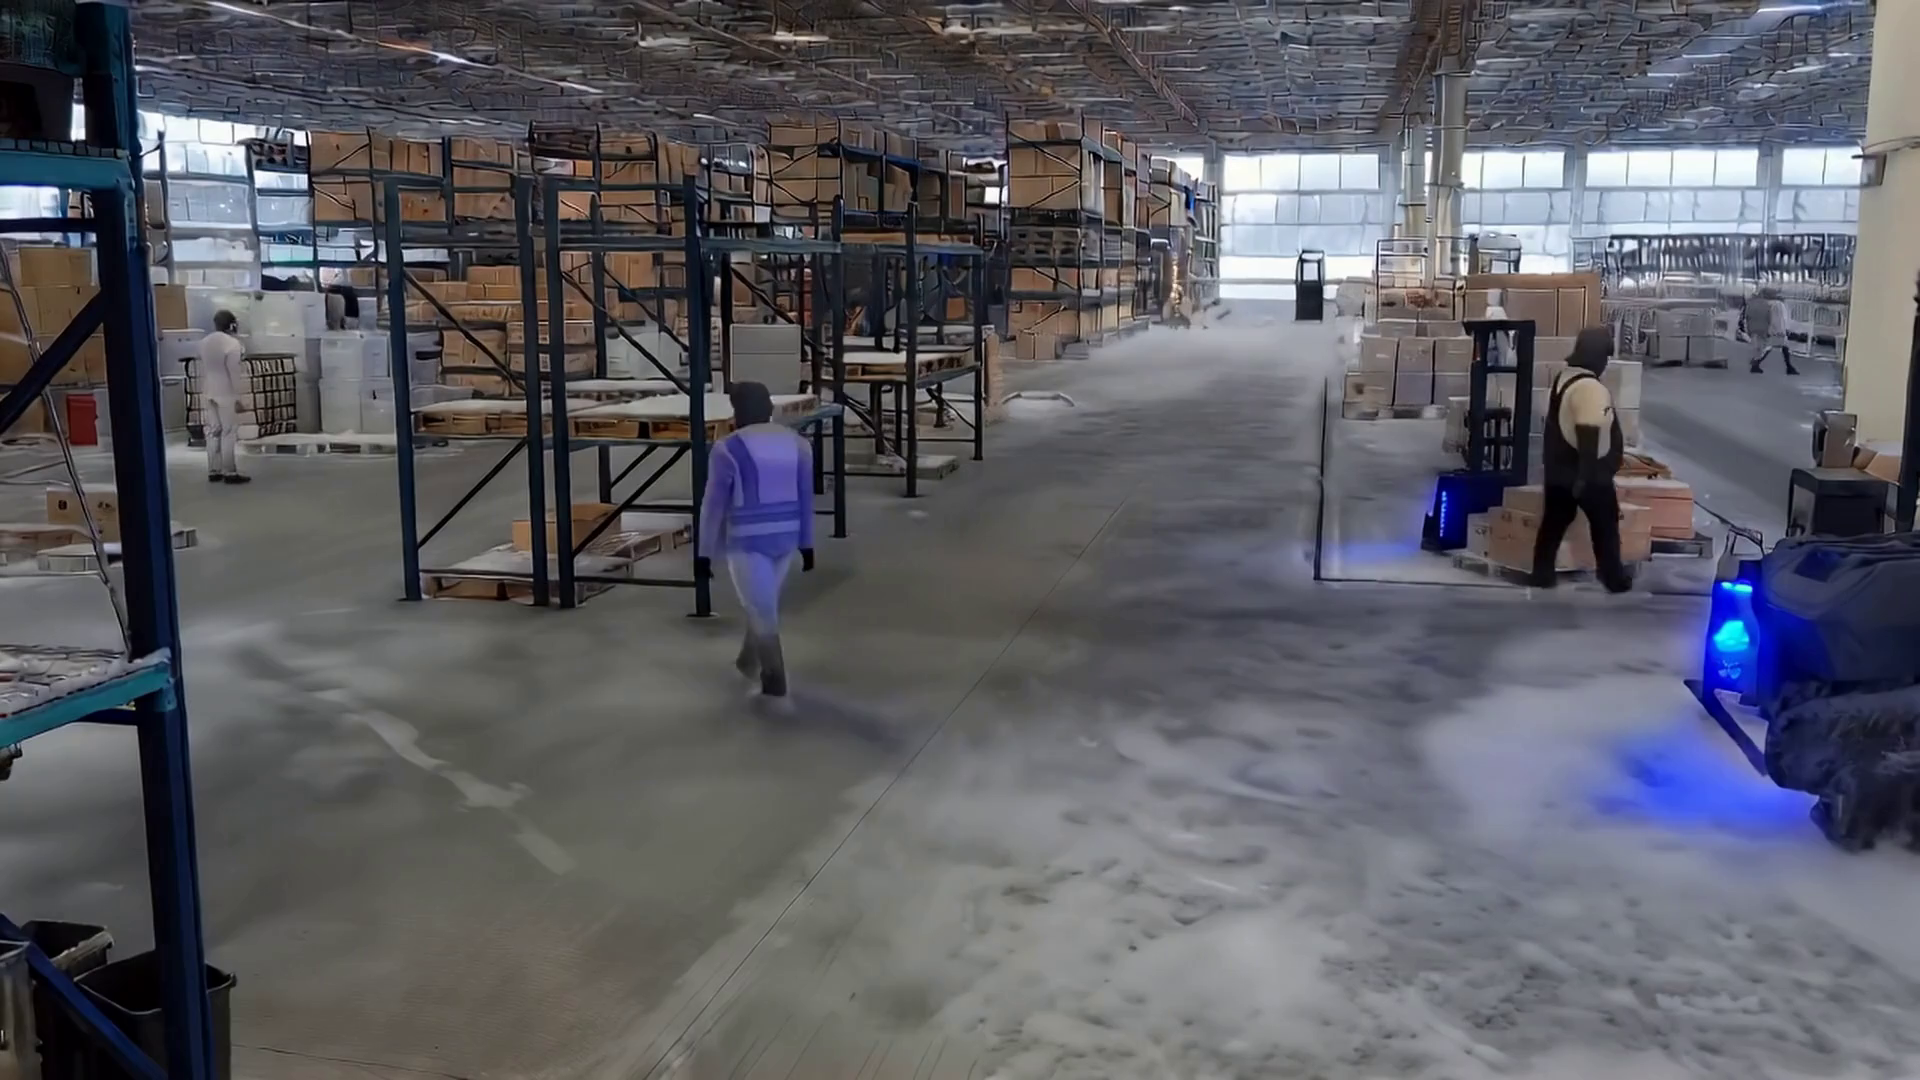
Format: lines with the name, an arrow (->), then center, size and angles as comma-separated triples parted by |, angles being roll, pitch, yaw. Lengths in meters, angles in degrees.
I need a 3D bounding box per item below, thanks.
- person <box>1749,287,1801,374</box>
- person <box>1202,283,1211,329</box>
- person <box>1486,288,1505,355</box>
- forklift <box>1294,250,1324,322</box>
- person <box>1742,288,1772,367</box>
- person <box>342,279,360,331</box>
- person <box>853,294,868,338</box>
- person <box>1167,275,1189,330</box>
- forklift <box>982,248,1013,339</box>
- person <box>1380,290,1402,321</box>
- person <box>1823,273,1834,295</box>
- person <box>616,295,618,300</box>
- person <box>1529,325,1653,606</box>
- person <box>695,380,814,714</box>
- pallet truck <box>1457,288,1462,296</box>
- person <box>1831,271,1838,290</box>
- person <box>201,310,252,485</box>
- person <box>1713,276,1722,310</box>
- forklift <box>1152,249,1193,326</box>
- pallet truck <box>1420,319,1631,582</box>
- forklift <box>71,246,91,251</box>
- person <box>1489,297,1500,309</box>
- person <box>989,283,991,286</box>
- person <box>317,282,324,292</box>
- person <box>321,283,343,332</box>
person -> 17.646, -4.522, 35.924 | 0.996, 1.895, 0.545 | 4, 11, 24
person -> 8.798, -8.328, 59.207 | 0.277, 1.631, 0.507 | 0, 10, 2
person -> 9.927, -3.713, 30.960 | 0.442, 1.977, 0.627 | 0, 10, 2
forklift -> 13.778, -10.002, 65.433 | 1.129, 2.768, 1.873 | 2, 10, 12
person -> 18.110, -4.805, 37.805 | 0.602, 1.817, 0.681 | 3, 10, 20
person -> -15.886, -5.801, 43.326 | 0.879, 1.949, 0.667 | -3, 10, -17
person -> -2.256, -4.736, 37.753 | 0.319, 1.696, 0.532 | 0, 10, 2
person -> 7.627, -8.288, 58.170 | 0.675, 1.913, 0.550 | 9, 13, 43
forklift -> 1.147, -7.595, 51.179 | 1.129, 2.768, 1.873 | 2, 10, 12
person -> 10.151, -5.014, 39.238 | 0.530, 1.754, 0.457 | 7, 12, 38
person -> 41.765, -11.948, 80.066 | 0.484, 1.825, 0.600 | 4, 10, 22
person -> -8.506, -5.253, 41.018 | 0.526, 1.629, 0.313 | 1, 10, 5
person -> 4.558, -0.544, 11.912 | 0.904, 2.000, 0.697 | -1, 10, -6
person -> -1.205, 0.023, 9.231 | 0.660, 1.807, 0.872 | -9, 13, -43
pallet truck -> 20.506, -9.785, 68.819 | 0.653, 1.274, 1.630 | 2, 10, 12
person -> 43.111, -12.309, 81.869 | 0.618, 1.952, 1.028 | 1, 10, 8
person -> -8.096, -1.568, 18.344 | 0.644, 1.926, 0.392 | 7, 12, 34
person -> 31.991, -10.275, 70.363 | 0.485, 1.751, 0.544 | 3, 10, 15
forklift -> 7.646, -9.320, 61.395 | 1.873, 2.768, 1.129 | 2, 10, 11
pallet truck -> 4.543, -0.757, 13.299 | 0.823, 1.965, 1.885 | -4, 10, -22
forklift -> -23.305, -6.423, 44.243 | 1.873, 2.768, 1.129 | -6, 11, -32
person -> 12.553, -4.905, 38.982 | 0.705, 1.602, 0.541 | 3, 10, 18
person -> 0.991, -8.202, 58.425 | 0.529, 1.645, 0.908 | 1, 10, 7
person -> -15.551, -5.331, 40.619 | 0.590, 1.919, 0.396 | -2, 10, -10
person -> -14.582, -4.969, 38.450 | 0.630, 1.931, 0.366 | -7, 12, -34
